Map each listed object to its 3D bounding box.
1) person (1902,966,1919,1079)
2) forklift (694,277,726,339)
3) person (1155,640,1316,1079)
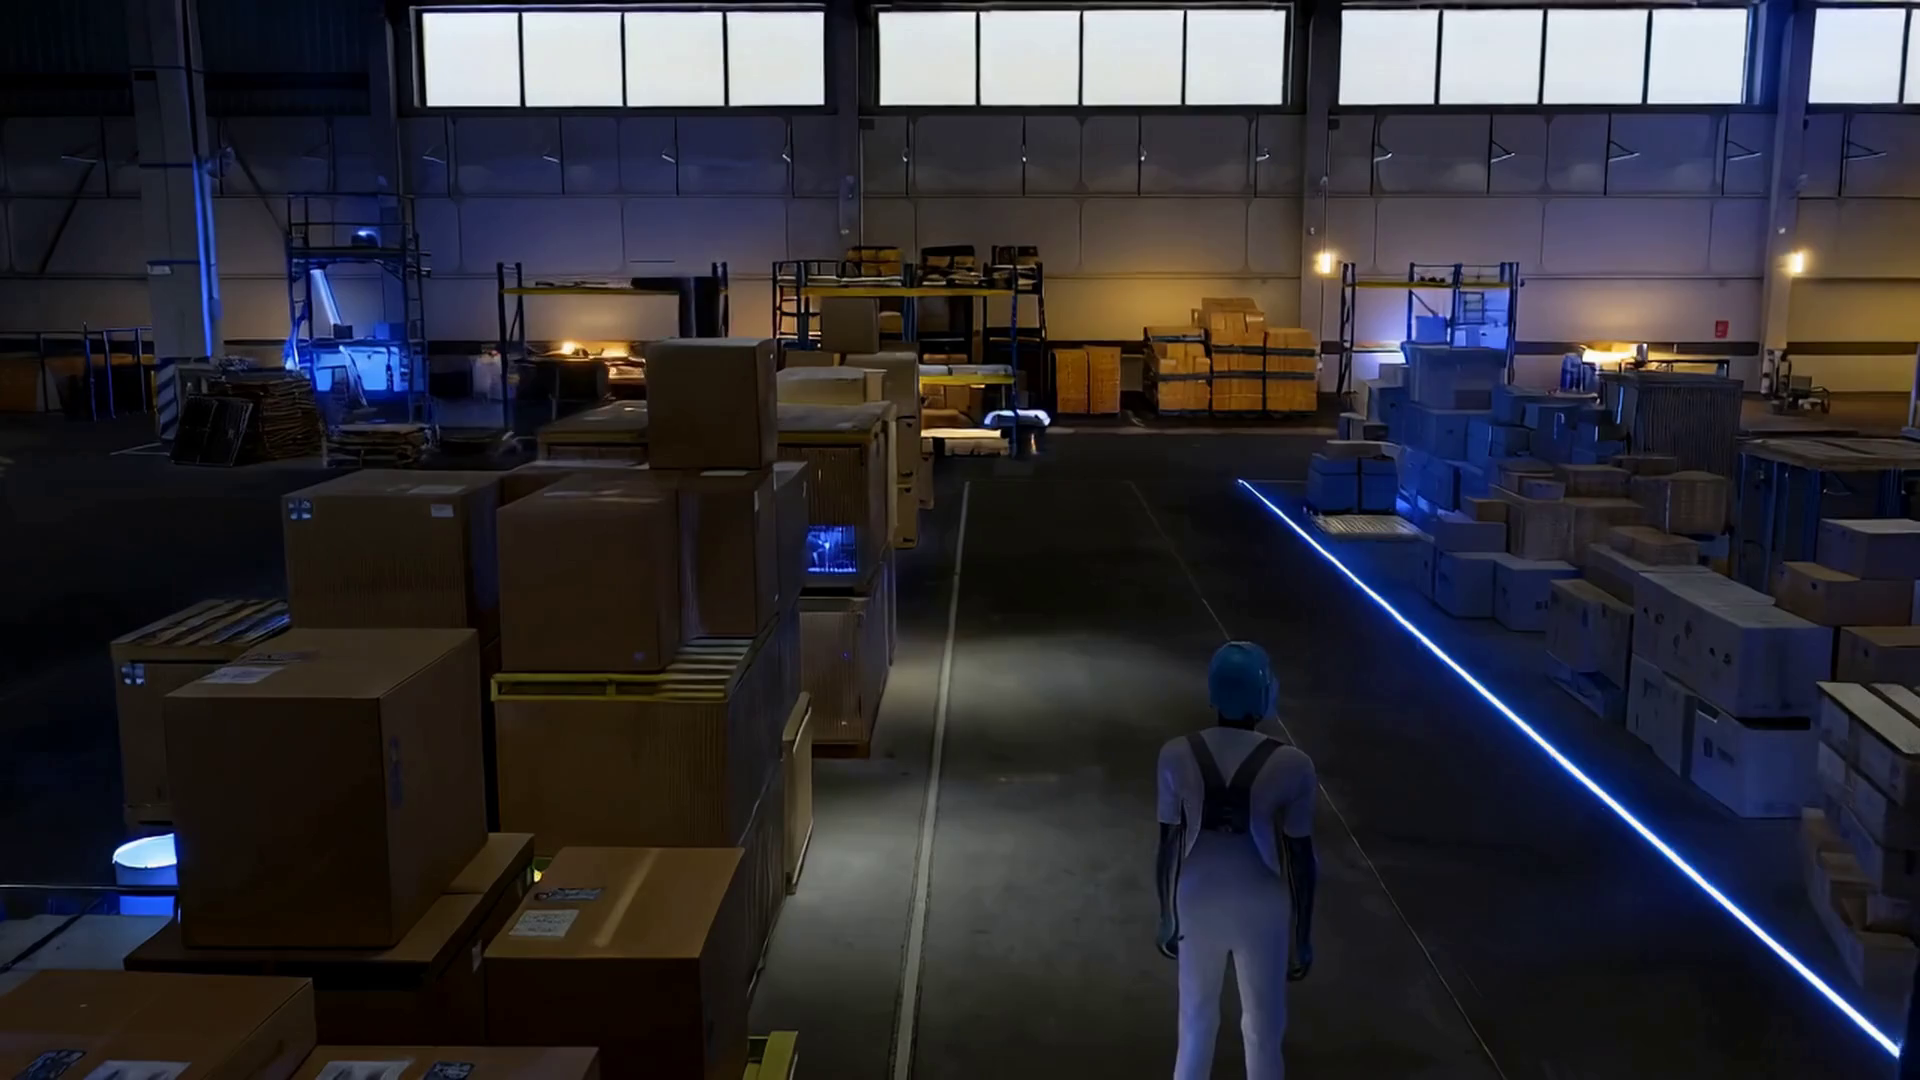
[{"bbox_3d":[2.640,1.420,4.077,0.460,1.899,0.589,-4,10,-20],"label":"person"},{"bbox_3d":[-3.610,-2.402,24.023,1.873,2.768,1.129,-1,10,-5],"label":"forklift"},{"bbox_3d":[0.879,1.232,5.355,0.508,1.841,0.332,3,10,19],"label":"person"}]
